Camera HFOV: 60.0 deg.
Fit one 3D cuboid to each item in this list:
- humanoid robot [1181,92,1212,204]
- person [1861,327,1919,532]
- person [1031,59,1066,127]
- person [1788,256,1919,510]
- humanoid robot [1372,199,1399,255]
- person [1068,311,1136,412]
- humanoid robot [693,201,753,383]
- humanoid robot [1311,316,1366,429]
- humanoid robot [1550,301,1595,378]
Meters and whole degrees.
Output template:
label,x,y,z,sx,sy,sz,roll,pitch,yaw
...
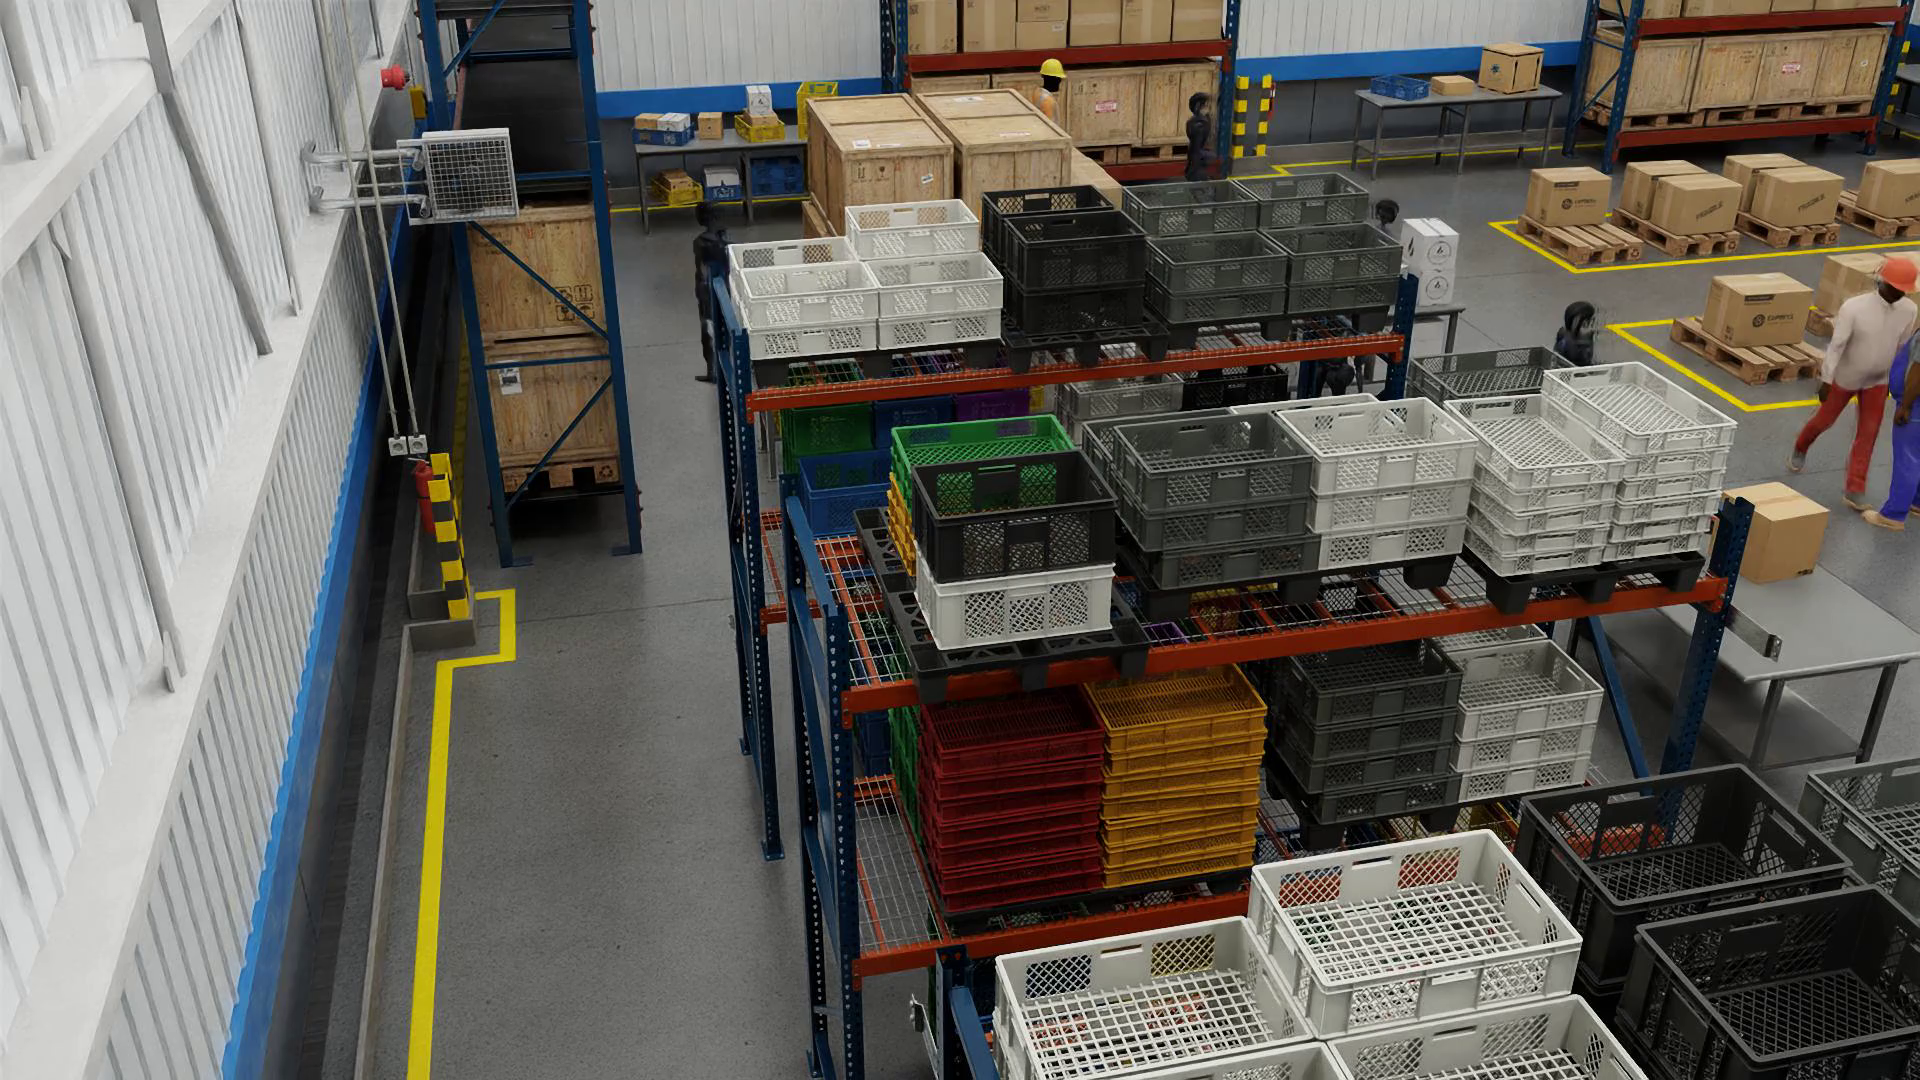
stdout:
label,x,y,z,sx,sy,sz,roll,pitch,yaw
humanoid robot,2.672,-4.145,18.428,0.634,1.638,0.595,0,28,0
person,7.083,-1.078,12.193,0.683,2.000,0.537,-16,32,-27
person,0.970,-4.416,18.649,0.379,1.924,0.587,-4,28,-7
person,6.821,-1.257,12.630,0.642,1.957,0.945,0,28,1
humanoid robot,3.684,-2.224,14.804,0.805,1.613,0.560,-6,28,-11
person,1.102,-1.390,12.948,0.573,1.887,0.355,16,32,27
humanoid robot,-2.099,-2.176,14.675,0.498,1.646,0.640,13,30,23
humanoid robot,2.961,-1.431,13.237,0.319,1.657,0.612,-21,34,-34
humanoid robot,4.559,-1.011,12.456,0.446,1.649,0.596,-3,28,-6
